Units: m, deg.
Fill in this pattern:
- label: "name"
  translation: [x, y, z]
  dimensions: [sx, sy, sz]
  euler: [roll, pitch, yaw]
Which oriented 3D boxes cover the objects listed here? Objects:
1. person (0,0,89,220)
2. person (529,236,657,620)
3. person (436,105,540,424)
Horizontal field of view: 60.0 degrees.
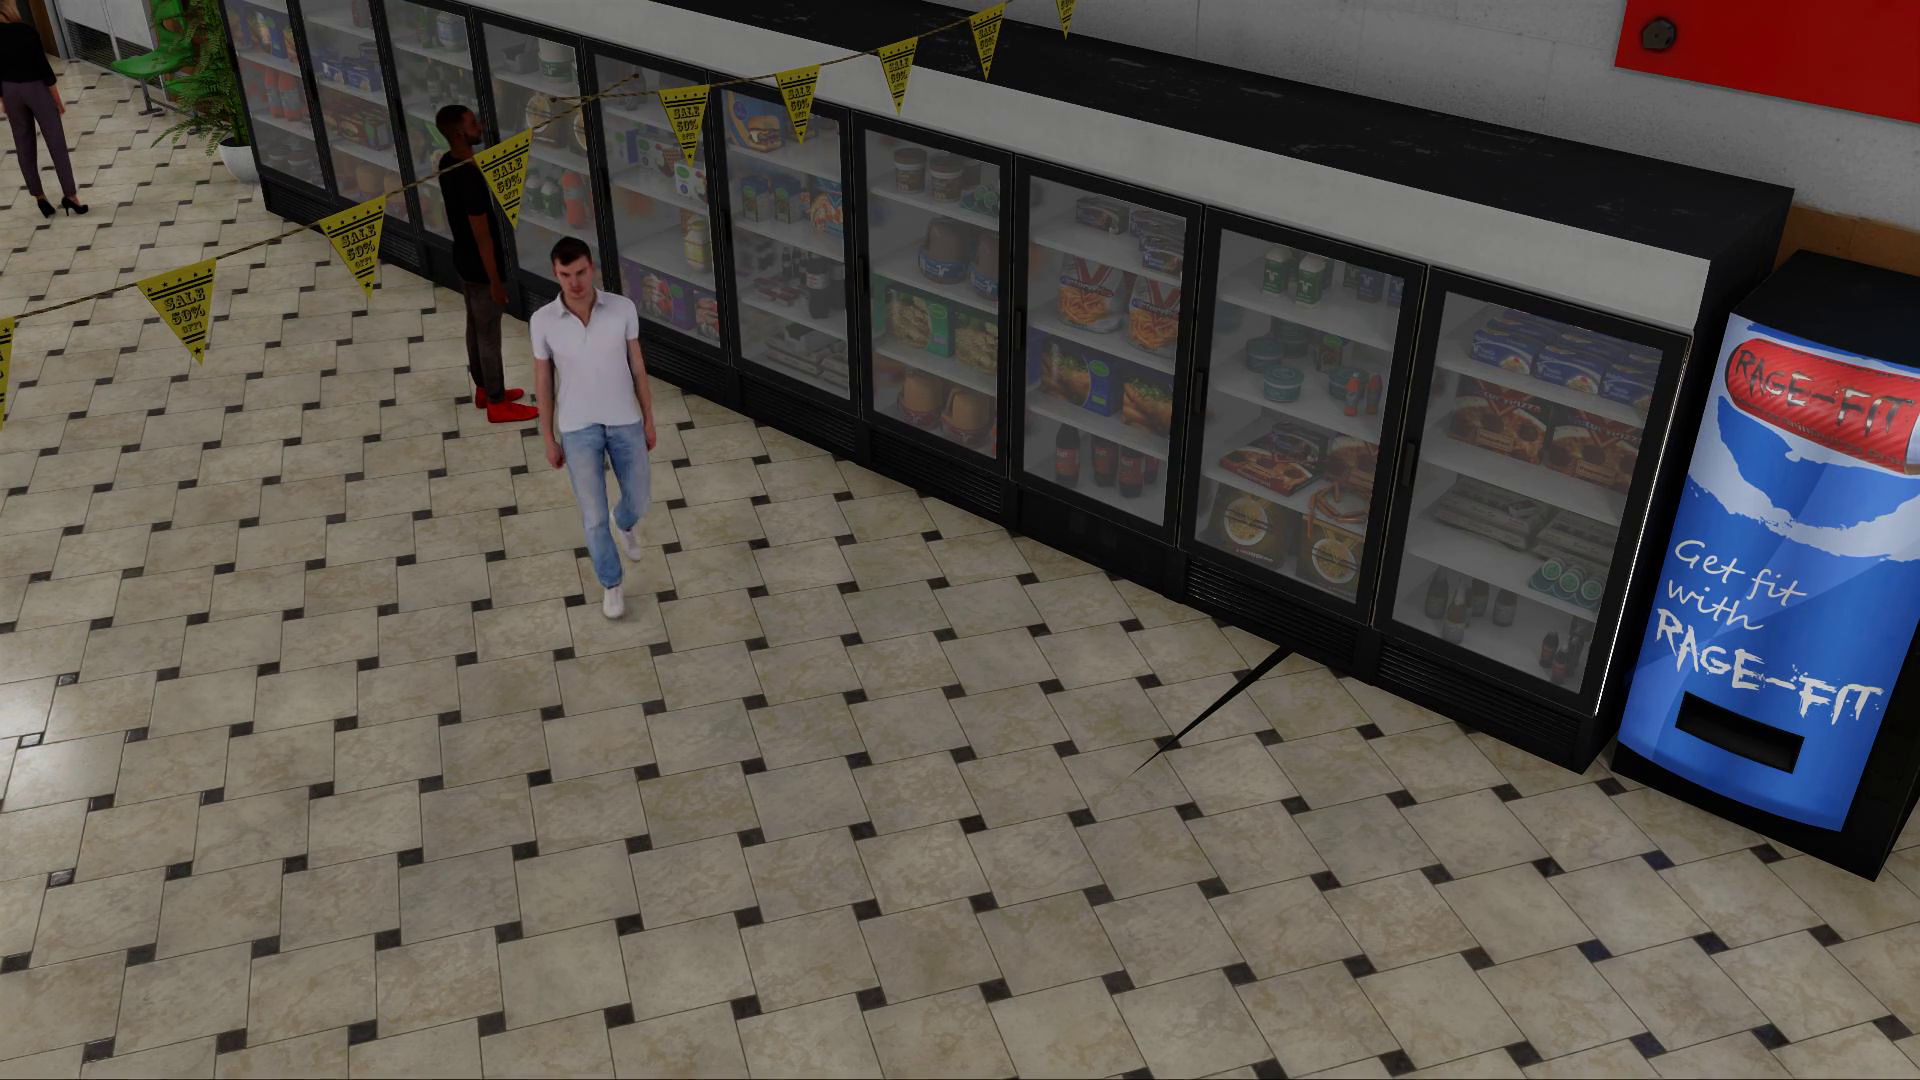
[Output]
- label: "person"
  translation: [-6.716, -3.147, 11.993]
  dimensions: [0.687, 1.670, 0.736]
  euler: [-1, 32, -1]
- label: "person"
  translation: [-1.665, -0.547, 7.659]
  dimensions: [0.927, 1.836, 0.957]
  euler: [-9, 33, -15]
- label: "person"
  translation: [-2.694, -1.531, 9.269]
  dimensions: [0.663, 1.805, 0.704]
  euler: [-17, 36, -25]
